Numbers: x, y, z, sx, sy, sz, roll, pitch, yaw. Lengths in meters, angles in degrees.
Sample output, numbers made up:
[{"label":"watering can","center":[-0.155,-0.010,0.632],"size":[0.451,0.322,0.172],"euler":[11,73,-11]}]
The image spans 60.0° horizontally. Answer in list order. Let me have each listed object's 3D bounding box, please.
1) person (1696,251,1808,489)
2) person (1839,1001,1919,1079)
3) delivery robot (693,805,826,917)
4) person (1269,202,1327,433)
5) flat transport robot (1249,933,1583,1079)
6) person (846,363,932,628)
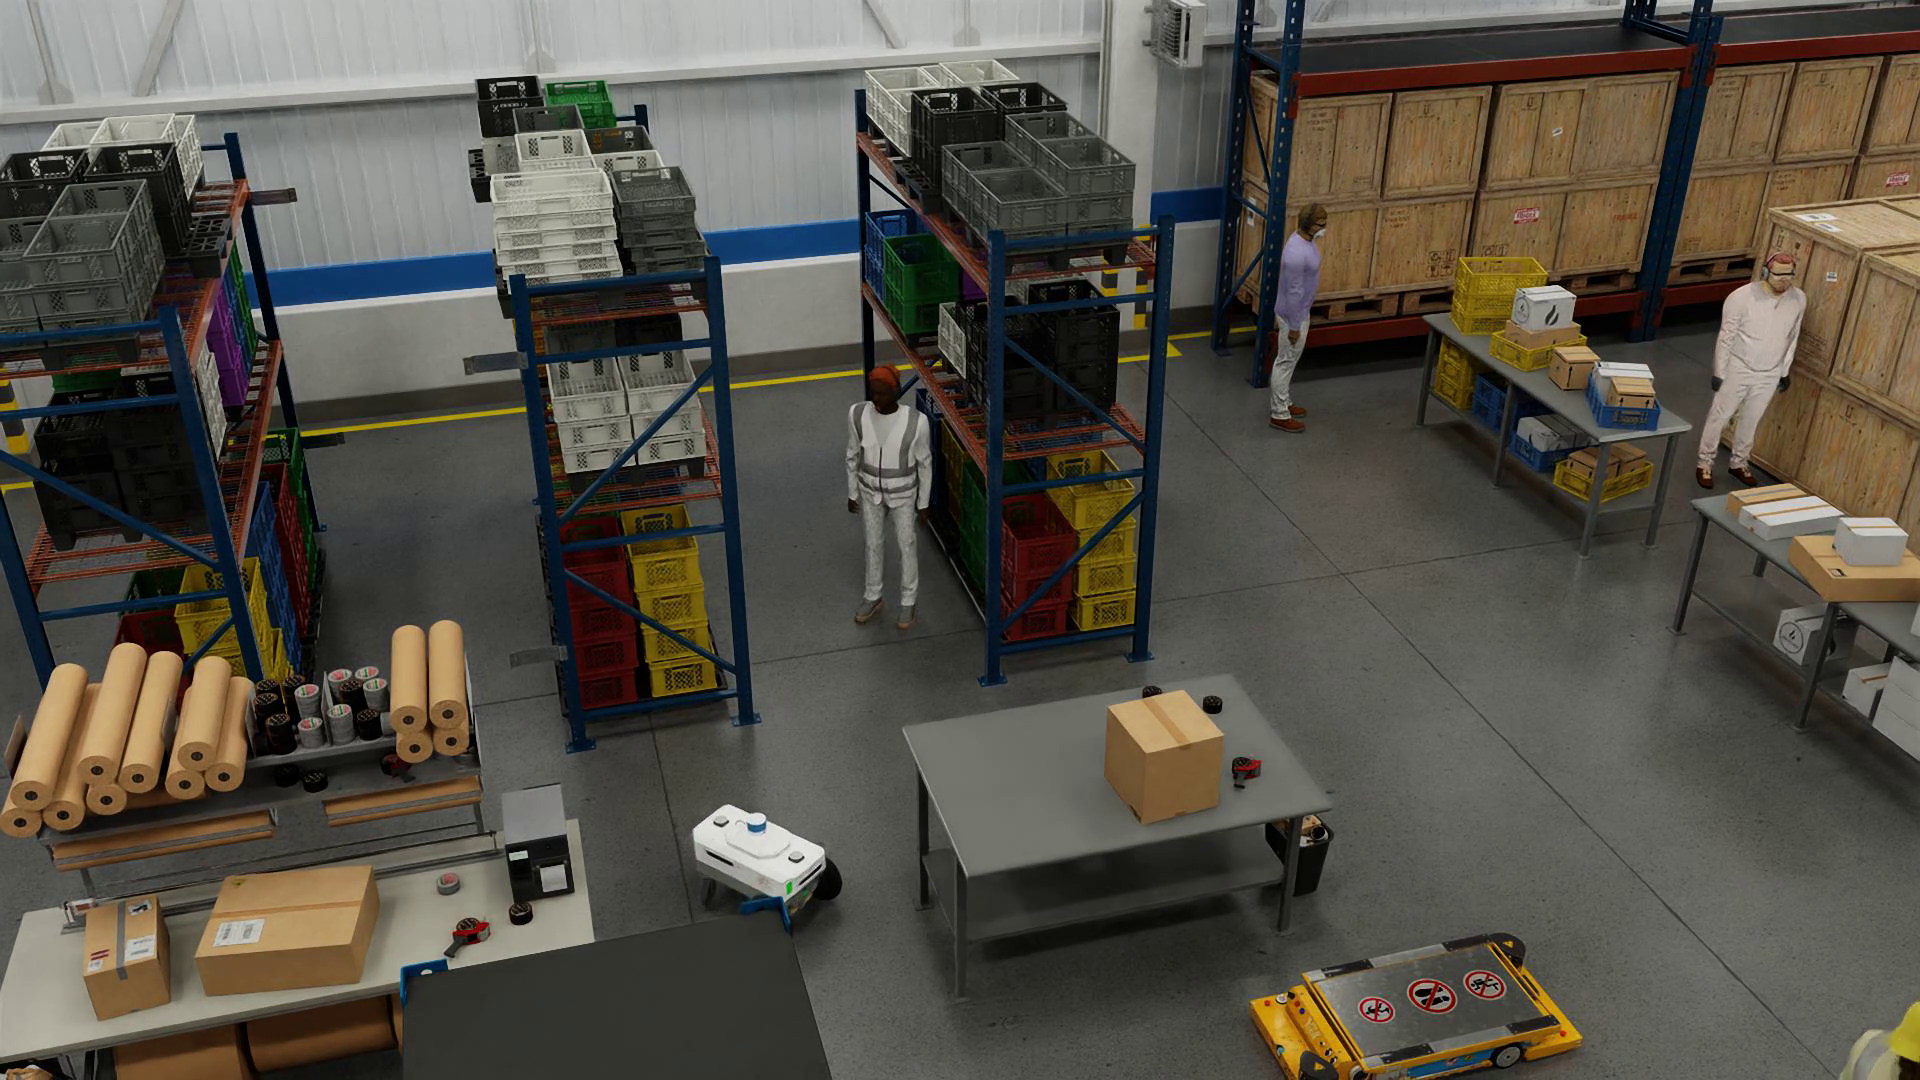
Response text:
[{"label":"person","center":[6.120,-1.305,12.820],"size":[0.643,1.910,0.400],"euler":[-2,29,-3]},{"label":"person","center":[3.413,2.407,6.153],"size":[0.404,1.836,0.595],"euler":[-17,33,-28]},{"label":"delivery robot","center":[-1.056,1.654,8.738],"size":[0.707,0.478,0.477],"euler":[18,34,30]},{"label":"person","center":[2.795,-1.861,13.806],"size":[0.371,1.935,0.627],"euler":[8,30,14]},{"label":"flat transport robot","center":[2.184,2.282,7.980],"size":[1.431,0.197,0.652],"euler":[-8,30,-14]},{"label":"person","center":[-0.474,-0.294,11.005],"size":[0.584,1.882,0.337],"euler":[9,30,16]}]
